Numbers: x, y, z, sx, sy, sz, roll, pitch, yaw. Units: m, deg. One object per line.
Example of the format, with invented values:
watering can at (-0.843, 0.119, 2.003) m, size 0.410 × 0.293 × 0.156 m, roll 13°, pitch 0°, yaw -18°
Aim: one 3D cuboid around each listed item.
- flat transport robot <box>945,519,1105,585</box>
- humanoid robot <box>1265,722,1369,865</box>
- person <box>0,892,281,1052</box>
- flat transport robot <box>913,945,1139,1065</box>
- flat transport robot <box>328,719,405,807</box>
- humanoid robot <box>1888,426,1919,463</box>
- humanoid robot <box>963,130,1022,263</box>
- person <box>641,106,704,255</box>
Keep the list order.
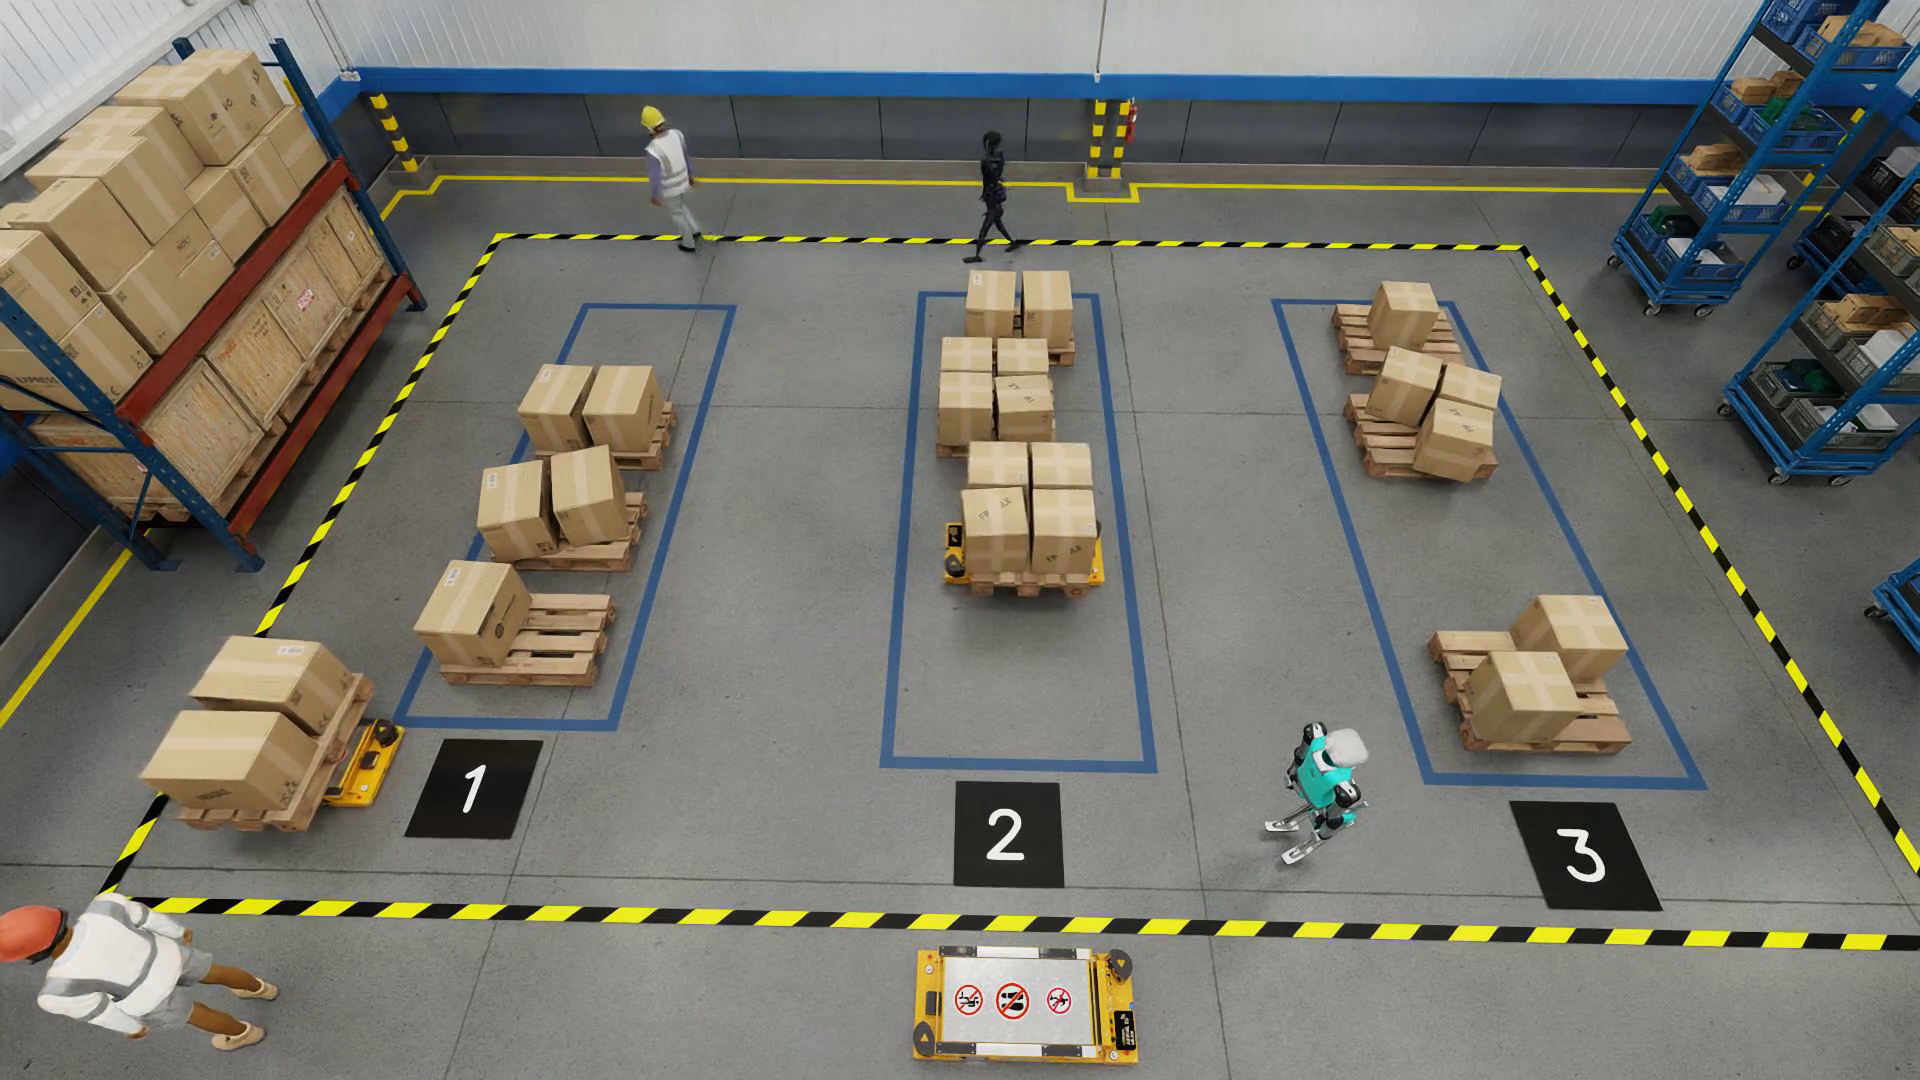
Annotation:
flat transport robot at (0.588, 0.089, 8.396) m, size 1.431 × 0.197 × 0.652 m, roll 1°, pitch 51°, yaw 1°
humanoid robot at (2.501, 1.680, 6.084) m, size 0.735 × 1.674 × 0.533 m, roll -11°, pitch 52°, yaw -9°
person at (-4.691, 2.520, 5.285) m, size 0.355 × 2.047 × 0.613 m, roll -3°, pitch 51°, yaw -2°
flat transport robot at (0.422, 3.041, 6.007) m, size 1.431 × 0.231 × 0.659 m, roll 1°, pitch 51°, yaw 1°
flat transport robot at (-5.160, 1.701, 7.081) m, size 1.431 × 0.197 × 0.652 m, roll 1°, pitch 51°, yaw 1°
humanoid robot at (9.695, -1.383, 8.713) m, size 0.608 × 1.634 × 0.656 m, roll -1°, pitch 51°, yaw -1°
humanoid robot at (0.418, -4.083, 10.937) m, size 0.766 × 1.637 × 0.590 m, roll -8°, pitch 51°, yaw -7°
person at (-3.455, -4.262, 10.963) m, size 0.439 × 1.810 × 0.620 m, roll 19°, pitch 53°, yaw 15°
